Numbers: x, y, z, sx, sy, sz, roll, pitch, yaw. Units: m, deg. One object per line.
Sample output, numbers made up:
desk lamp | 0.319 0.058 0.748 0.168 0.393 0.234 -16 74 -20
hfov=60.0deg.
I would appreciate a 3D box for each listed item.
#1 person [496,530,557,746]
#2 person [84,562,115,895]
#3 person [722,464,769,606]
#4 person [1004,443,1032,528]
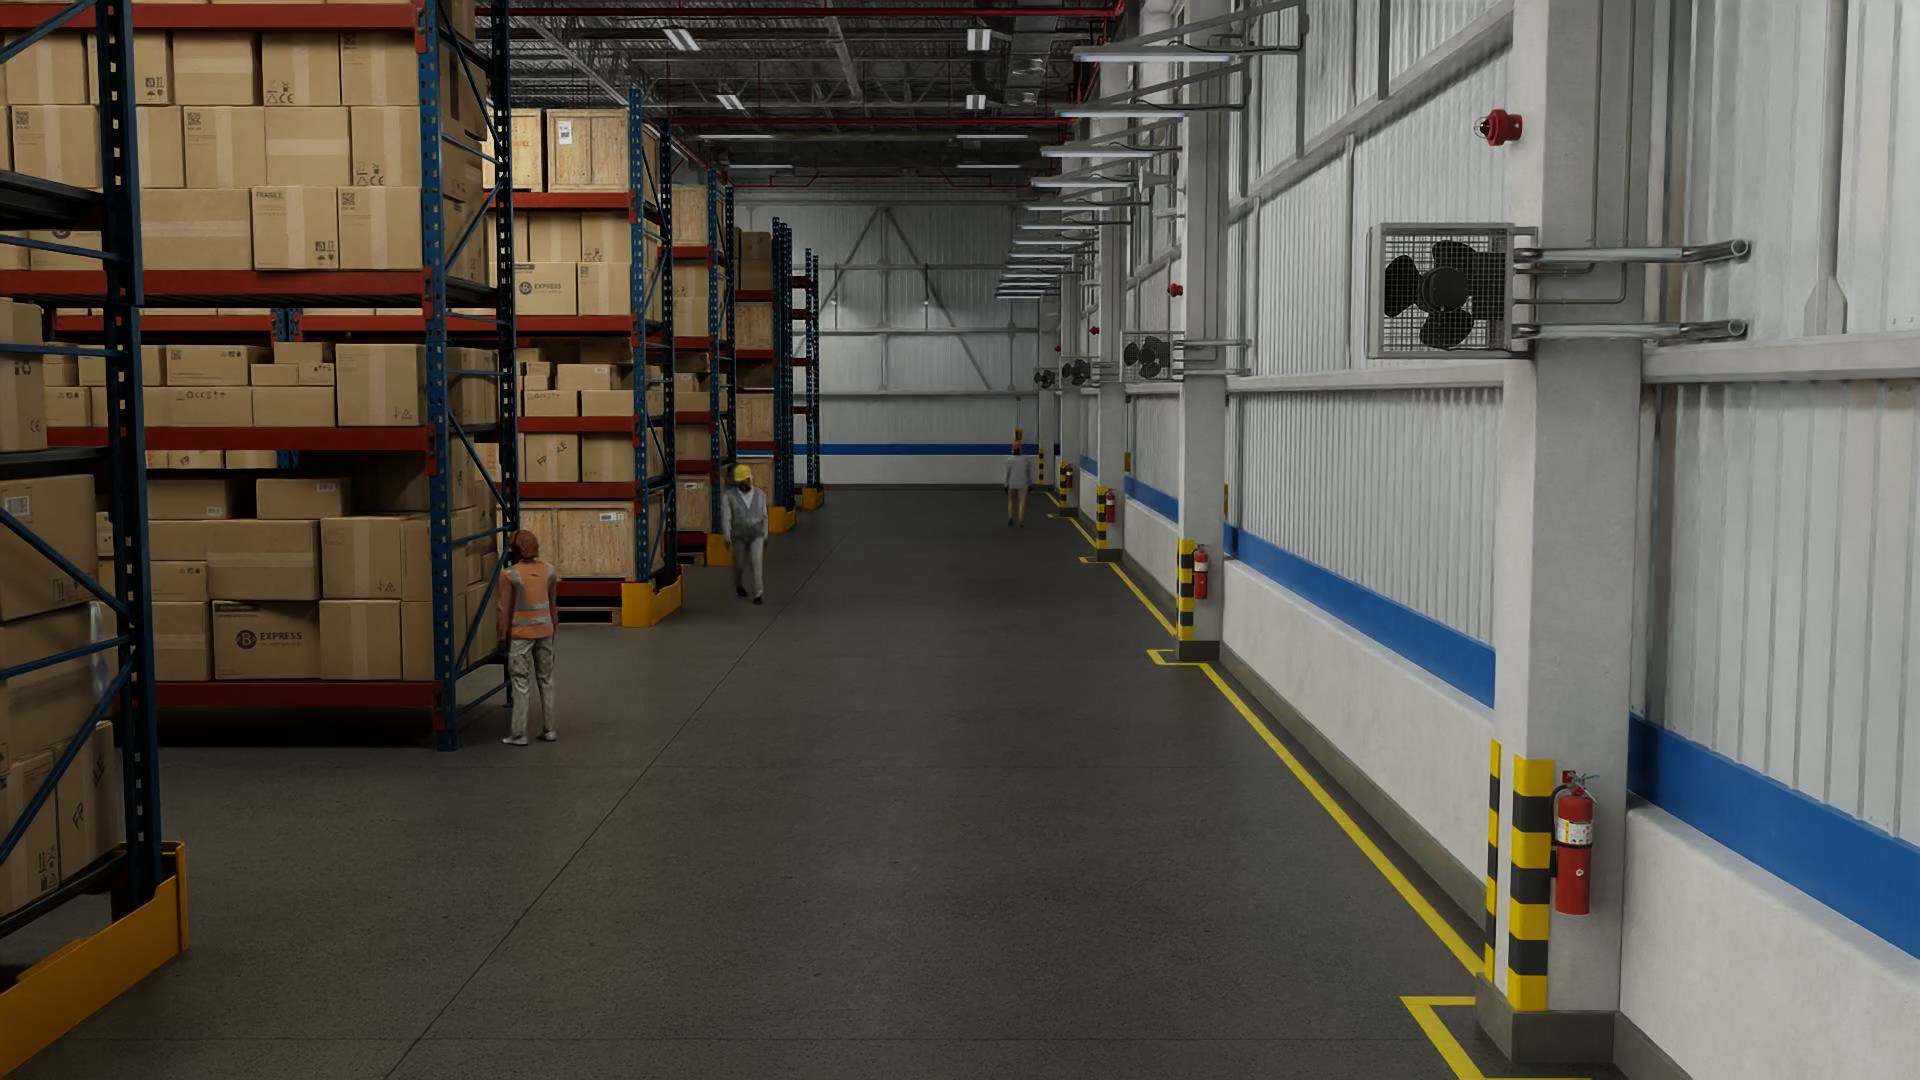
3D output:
person | -3.250 0.736 12.541 0.318 1.632 0.523 4 7 41
person | -4.645 0.919 8.668 0.441 1.927 0.630 1 5 7
person | -2.739 -0.082 21.153 0.597 1.796 0.794 -2 5 -20
person | 1.164 -1.103 33.535 0.583 1.704 0.896 0 5 -1
